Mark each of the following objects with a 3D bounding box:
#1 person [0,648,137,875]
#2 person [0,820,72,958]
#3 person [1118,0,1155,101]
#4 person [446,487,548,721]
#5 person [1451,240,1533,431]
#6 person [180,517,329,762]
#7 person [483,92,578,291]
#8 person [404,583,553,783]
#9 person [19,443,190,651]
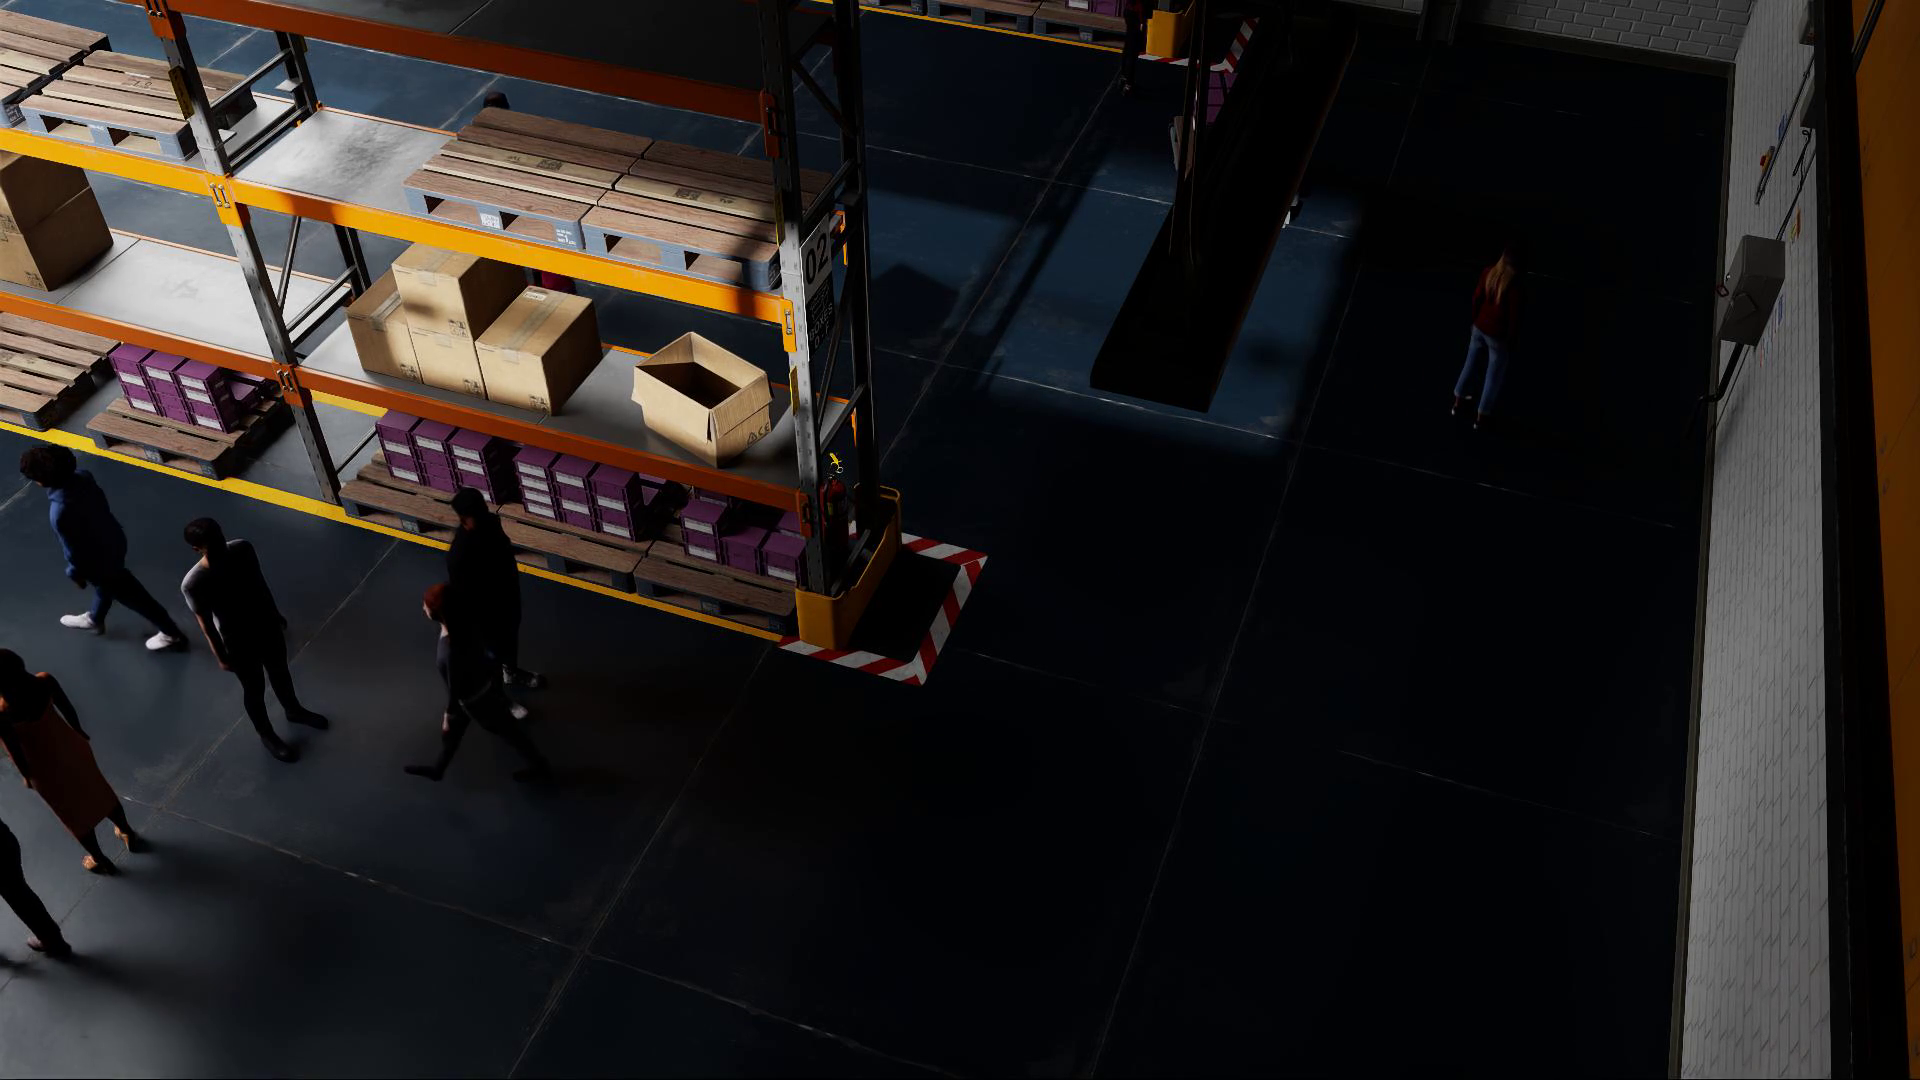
[{"bbox_3d":[-5.167,1.263,9.531,0.552,1.832,0.608,21,48,21],"label":"person"},{"bbox_3d":[-5.322,1.787,9.168,0.911,1.574,0.656,10,45,11],"label":"person"},{"bbox_3d":[1.727,-5.173,16.415,0.650,1.655,0.658,-4,44,-4],"label":"person"},{"bbox_3d":[-2.965,0.367,10.489,0.623,1.808,0.717,9,44,10],"label":"person"},{"bbox_3d":[4.062,-1.572,12.651,0.734,1.634,0.644,-24,48,-23],"label":"person"},{"bbox_3d":[-4.383,0.573,10.232,0.586,1.864,0.689,20,47,19],"label":"person"},{"bbox_3d":[-3.800,-2.948,13.963,1.197,1.815,0.708,15,46,16],"label":"person"},{"bbox_3d":[-2.818,0.919,9.966,1.200,1.730,0.986,-7,44,-7],"label":"person"},{"bbox_3d":[-5.496,0.086,10.814,1.193,1.767,0.981,-3,44,-3],"label":"person"}]
